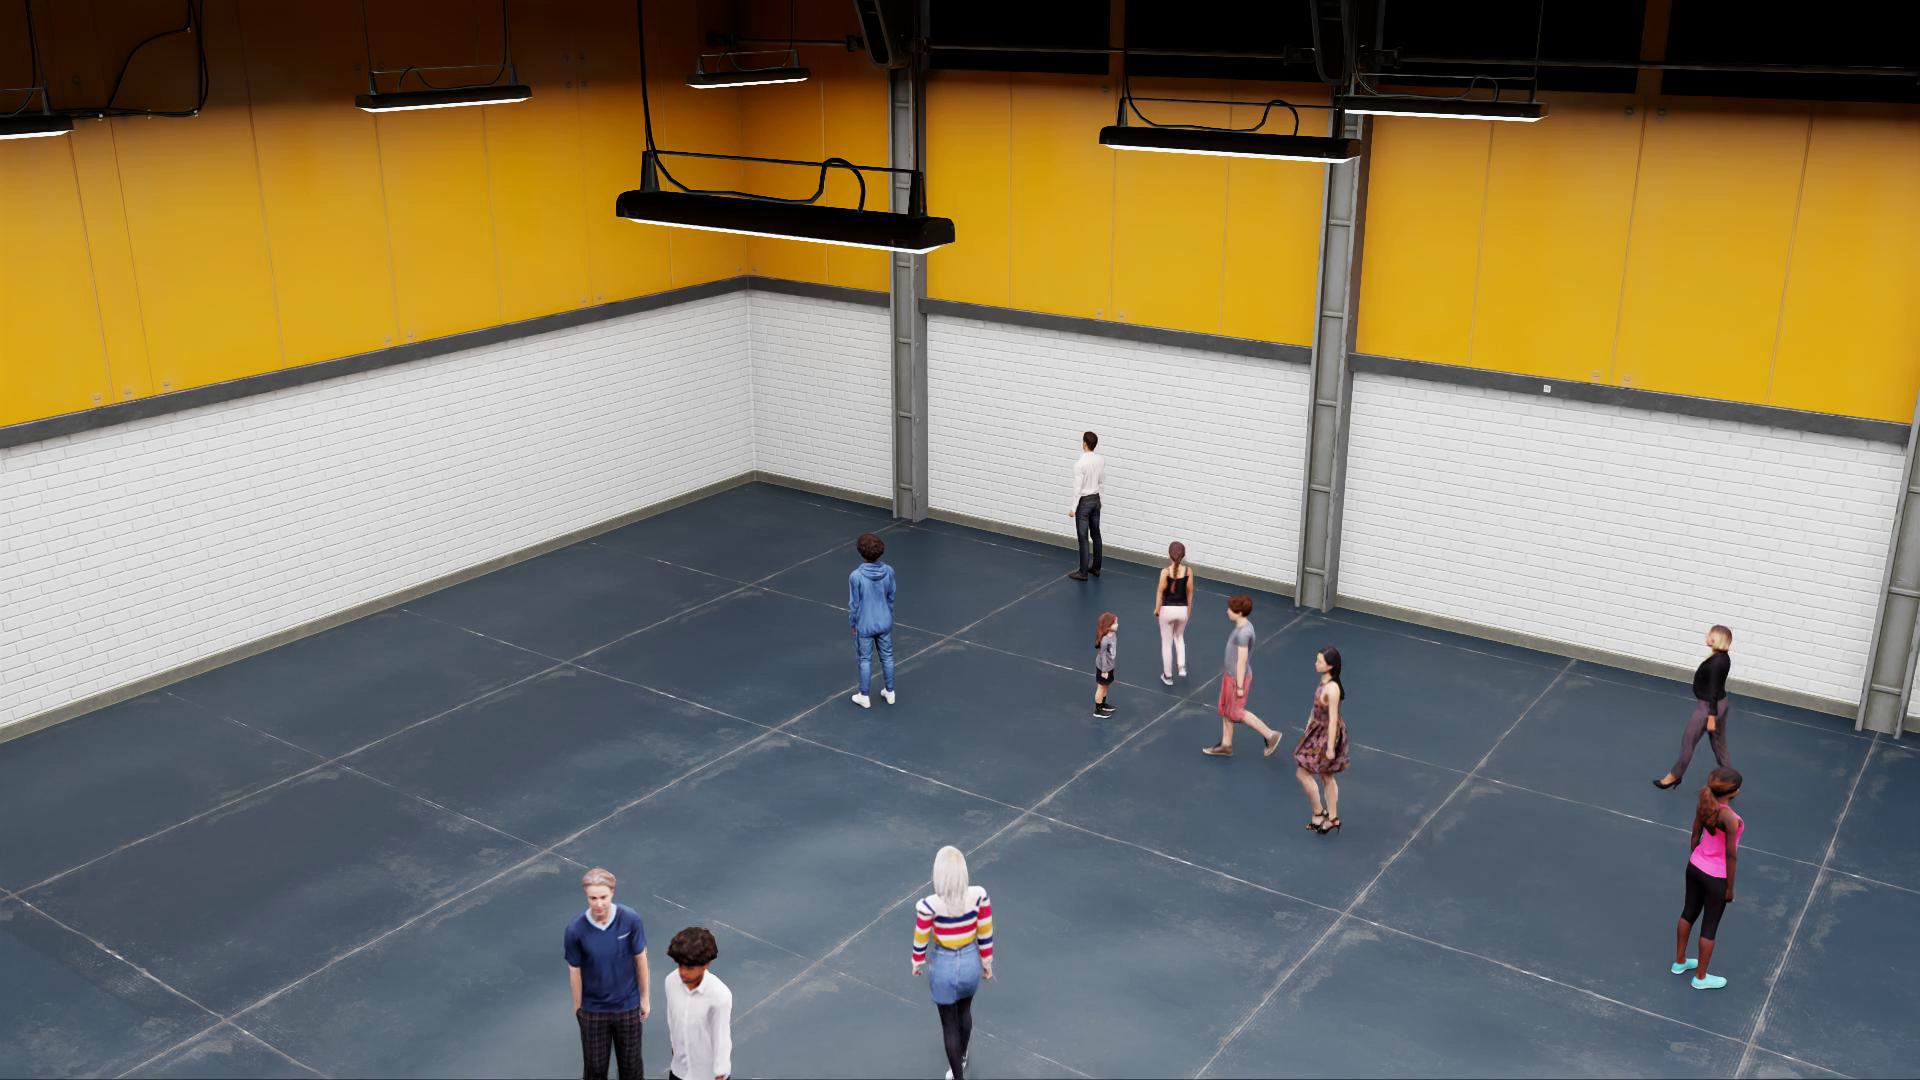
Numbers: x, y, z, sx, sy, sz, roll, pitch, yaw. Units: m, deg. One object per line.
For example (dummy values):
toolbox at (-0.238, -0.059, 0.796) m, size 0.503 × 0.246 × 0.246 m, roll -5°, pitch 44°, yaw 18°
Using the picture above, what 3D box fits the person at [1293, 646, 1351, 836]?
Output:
person at (3.209, 1.735, 14.211) m, size 0.836 × 1.759 × 0.773 m, roll 4°, pitch 19°, yaw 12°

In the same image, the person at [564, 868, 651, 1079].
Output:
person at (-2.217, 2.909, 10.552) m, size 0.752 × 1.869 × 0.779 m, roll -6°, pitch 19°, yaw -17°

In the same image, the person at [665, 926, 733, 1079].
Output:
person at (-1.527, 3.122, 10.069) m, size 0.987 × 1.774 × 0.806 m, roll 9°, pitch 20°, yaw 24°

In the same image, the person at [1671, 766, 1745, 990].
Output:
person at (5.471, 2.445, 12.155) m, size 0.721 × 1.725 × 0.650 m, roll -5°, pitch 19°, yaw -16°

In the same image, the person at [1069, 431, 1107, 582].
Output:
person at (1.584, -0.427, 20.456) m, size 0.707 × 1.871 × 0.629 m, roll -15°, pitch 24°, yaw -38°

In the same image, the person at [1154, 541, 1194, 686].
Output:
person at (2.255, 0.783, 17.357) m, size 0.661 × 1.554 × 0.720 m, roll -4°, pitch 19°, yaw -12°

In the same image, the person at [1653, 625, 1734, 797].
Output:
person at (6.798, 1.582, 14.840) m, size 0.842 × 1.647 × 0.608 m, roll 13°, pitch 23°, yaw 34°

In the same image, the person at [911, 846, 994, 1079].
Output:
person at (-0.016, 2.849, 10.847) m, size 0.909 × 1.794 × 0.980 m, roll -5°, pitch 19°, yaw -15°

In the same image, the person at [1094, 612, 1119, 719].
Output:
person at (1.461, 1.234, 16.722) m, size 0.507 × 1.105 × 0.508 m, roll 7°, pitch 20°, yaw 19°

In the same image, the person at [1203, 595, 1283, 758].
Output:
person at (2.699, 1.311, 15.666) m, size 1.043 × 1.633 × 0.846 m, roll 3°, pitch 19°, yaw 8°

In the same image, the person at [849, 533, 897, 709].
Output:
person at (-0.879, 0.813, 16.877) m, size 0.754 × 1.803 × 0.752 m, roll -8°, pitch 20°, yaw -23°
